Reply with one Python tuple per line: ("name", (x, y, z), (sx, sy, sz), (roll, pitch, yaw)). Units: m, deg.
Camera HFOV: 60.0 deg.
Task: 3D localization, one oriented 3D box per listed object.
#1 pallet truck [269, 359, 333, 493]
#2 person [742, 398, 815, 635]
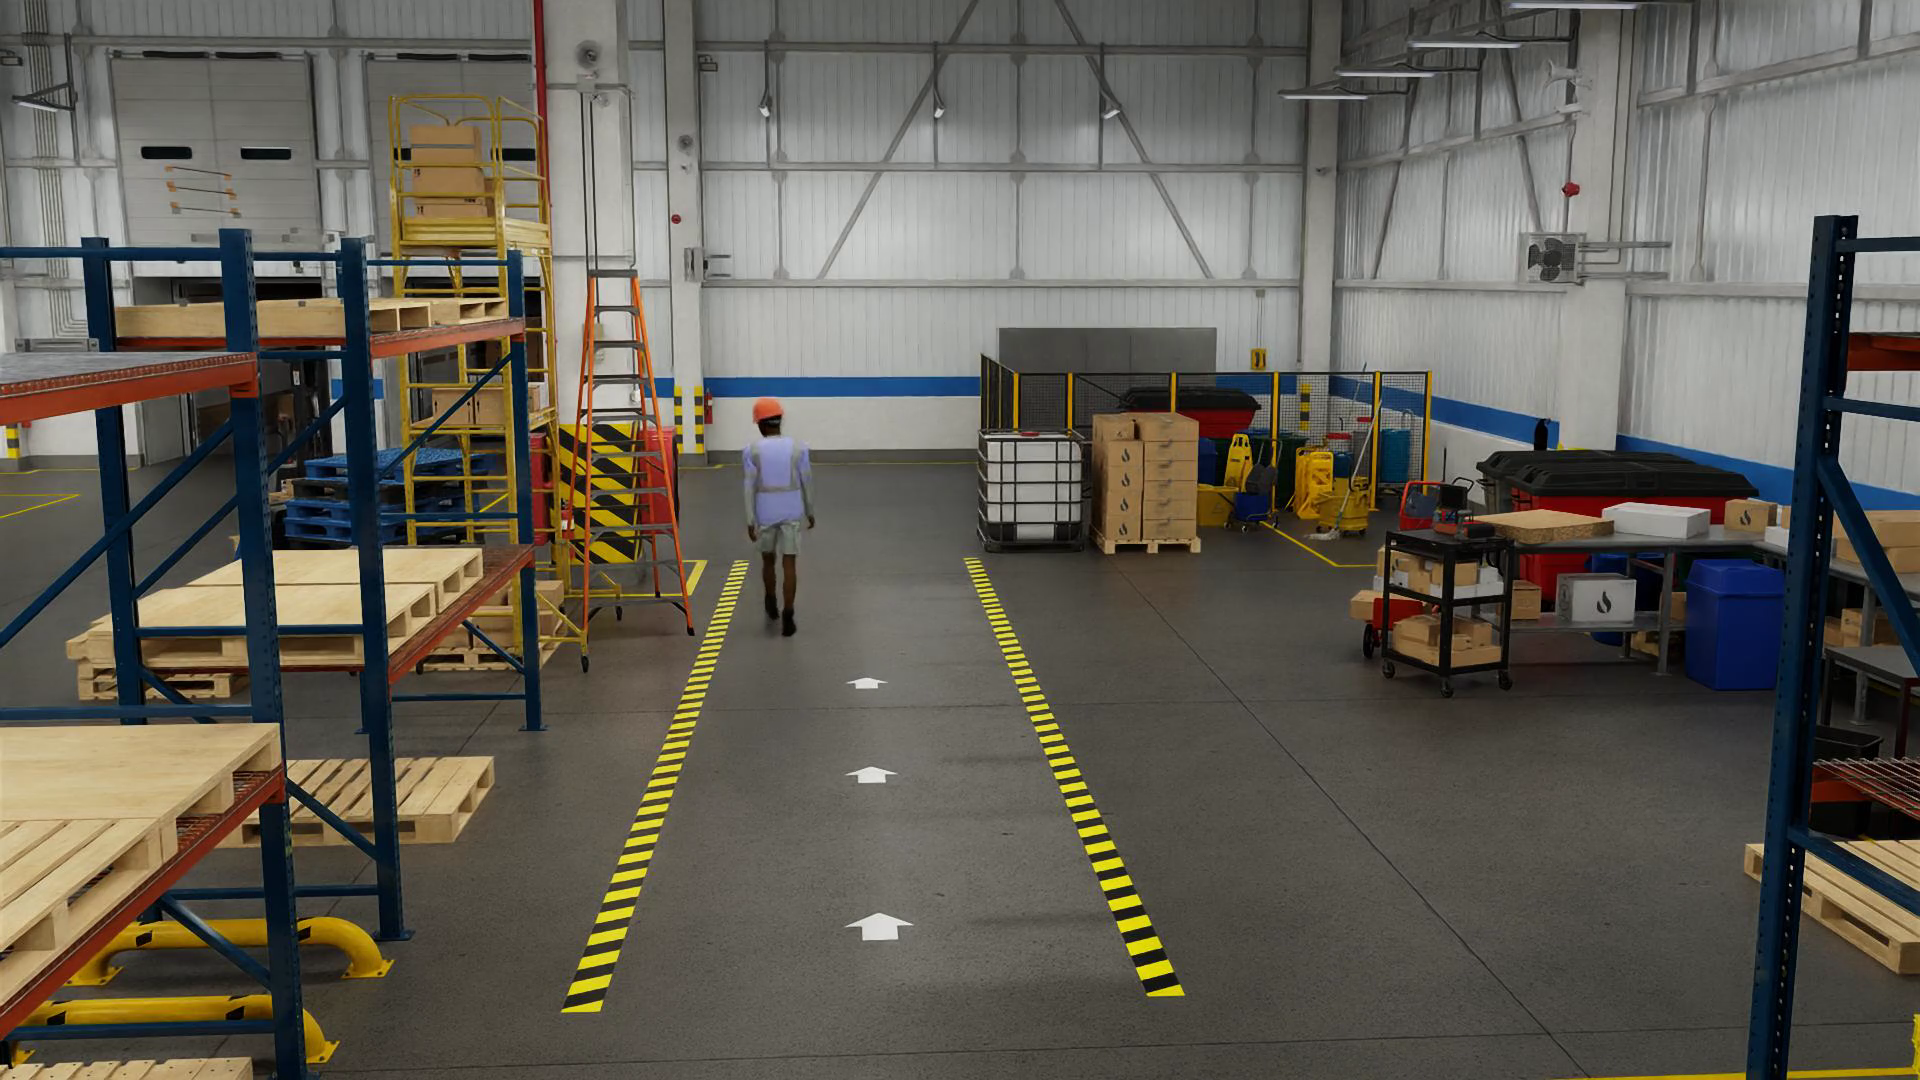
("pallet truck", (-7.062, -1.131, 18.996), (1.885, 1.965, 0.823), (2, 9, 13))
("person", (-1.481, -0.216, 13.597), (0.585, 1.874, 1.004), (-1, 9, -7))
